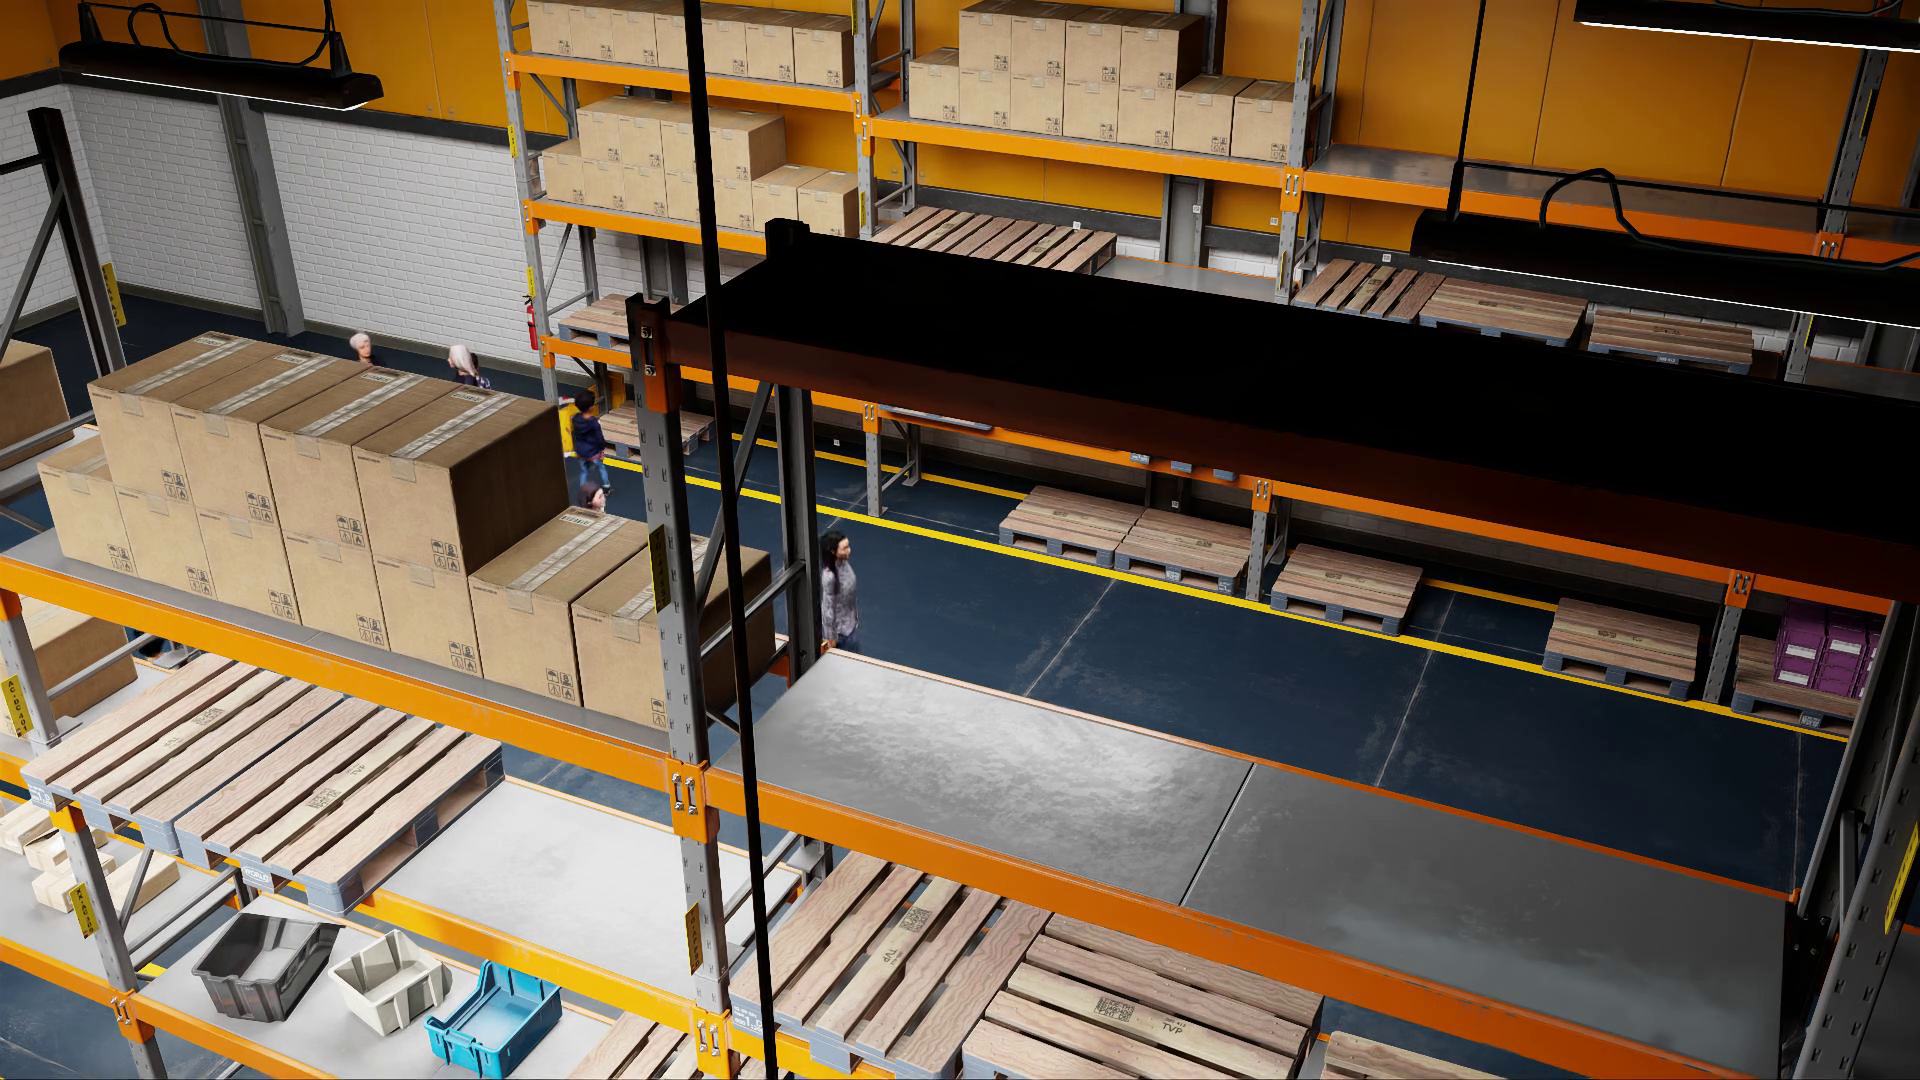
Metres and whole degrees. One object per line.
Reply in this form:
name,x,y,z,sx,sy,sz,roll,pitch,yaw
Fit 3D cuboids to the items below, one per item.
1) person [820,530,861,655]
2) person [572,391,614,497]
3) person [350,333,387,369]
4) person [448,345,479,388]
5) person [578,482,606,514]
person,-1.064,0.672,13.597,1.109,1.709,0.838,3,29,6
person,-3.865,-0.943,17.082,0.567,1.206,0.611,14,32,24
person,-6.402,-1.409,17.937,1.086,1.764,0.901,23,36,36
person,-4.990,-1.176,16.946,0.763,1.746,0.683,-14,32,-24
person,-3.182,0.256,14.405,1.006,1.666,0.821,2,29,3
